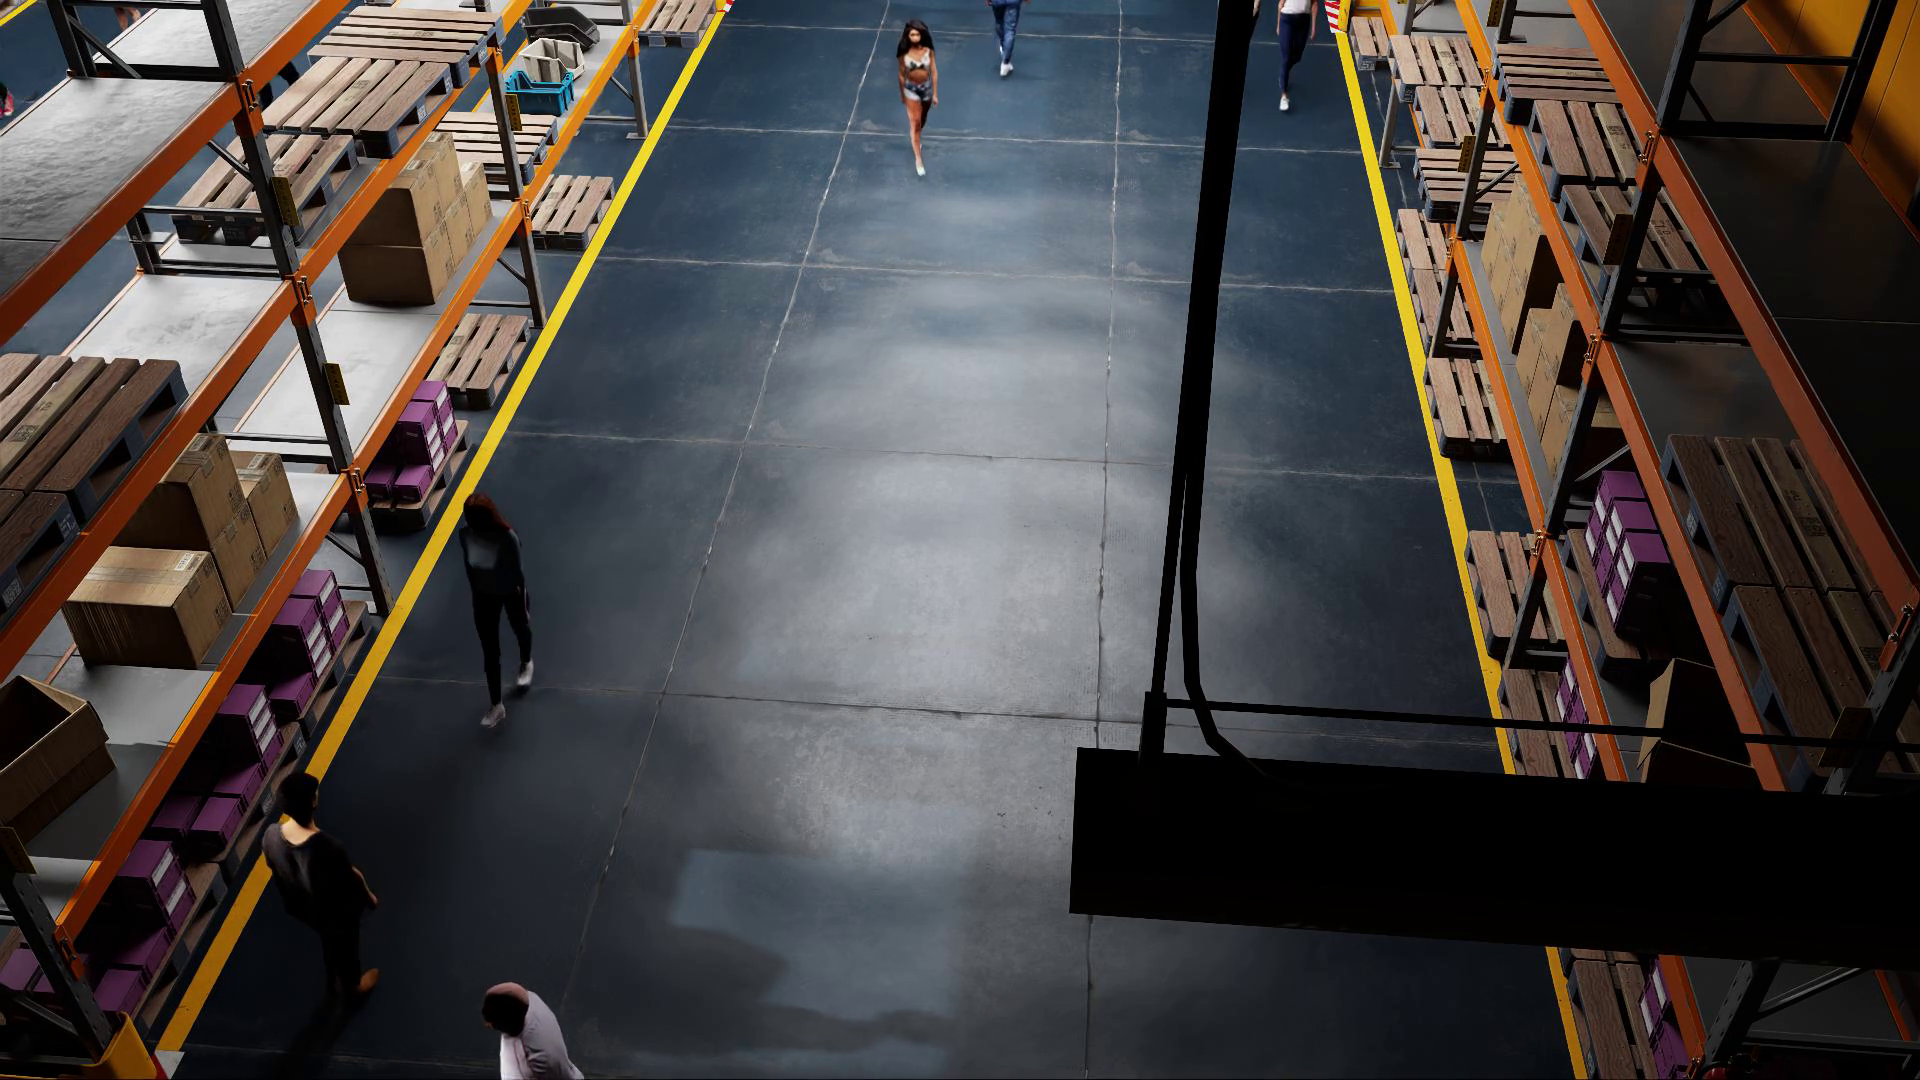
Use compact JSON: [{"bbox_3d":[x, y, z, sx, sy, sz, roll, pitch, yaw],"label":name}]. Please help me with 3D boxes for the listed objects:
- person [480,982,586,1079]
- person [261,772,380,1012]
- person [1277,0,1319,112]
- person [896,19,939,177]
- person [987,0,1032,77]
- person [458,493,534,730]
[{"bbox_3d":[-1.866,2.713,7.996,0.912,1.788,1.222,-5,39,-7],"label":"person"},{"bbox_3d":[-3.477,1.987,8.974,0.675,1.701,0.646,12,40,15],"label":"person"},{"bbox_3d":[3.750,-5.780,18.663,0.626,1.747,1.088,1,39,2],"label":"person"},{"bbox_3d":[-0.436,-4.698,17.441,0.775,1.581,1.115,-8,39,-10],"label":"person"},{"bbox_3d":[0.526,-6.282,19.269,0.812,1.775,1.118,9,40,11],"label":"person"},{"bbox_3d":[-3.007,0.334,11.031,0.641,1.717,0.975,5,39,6],"label":"person"}]
